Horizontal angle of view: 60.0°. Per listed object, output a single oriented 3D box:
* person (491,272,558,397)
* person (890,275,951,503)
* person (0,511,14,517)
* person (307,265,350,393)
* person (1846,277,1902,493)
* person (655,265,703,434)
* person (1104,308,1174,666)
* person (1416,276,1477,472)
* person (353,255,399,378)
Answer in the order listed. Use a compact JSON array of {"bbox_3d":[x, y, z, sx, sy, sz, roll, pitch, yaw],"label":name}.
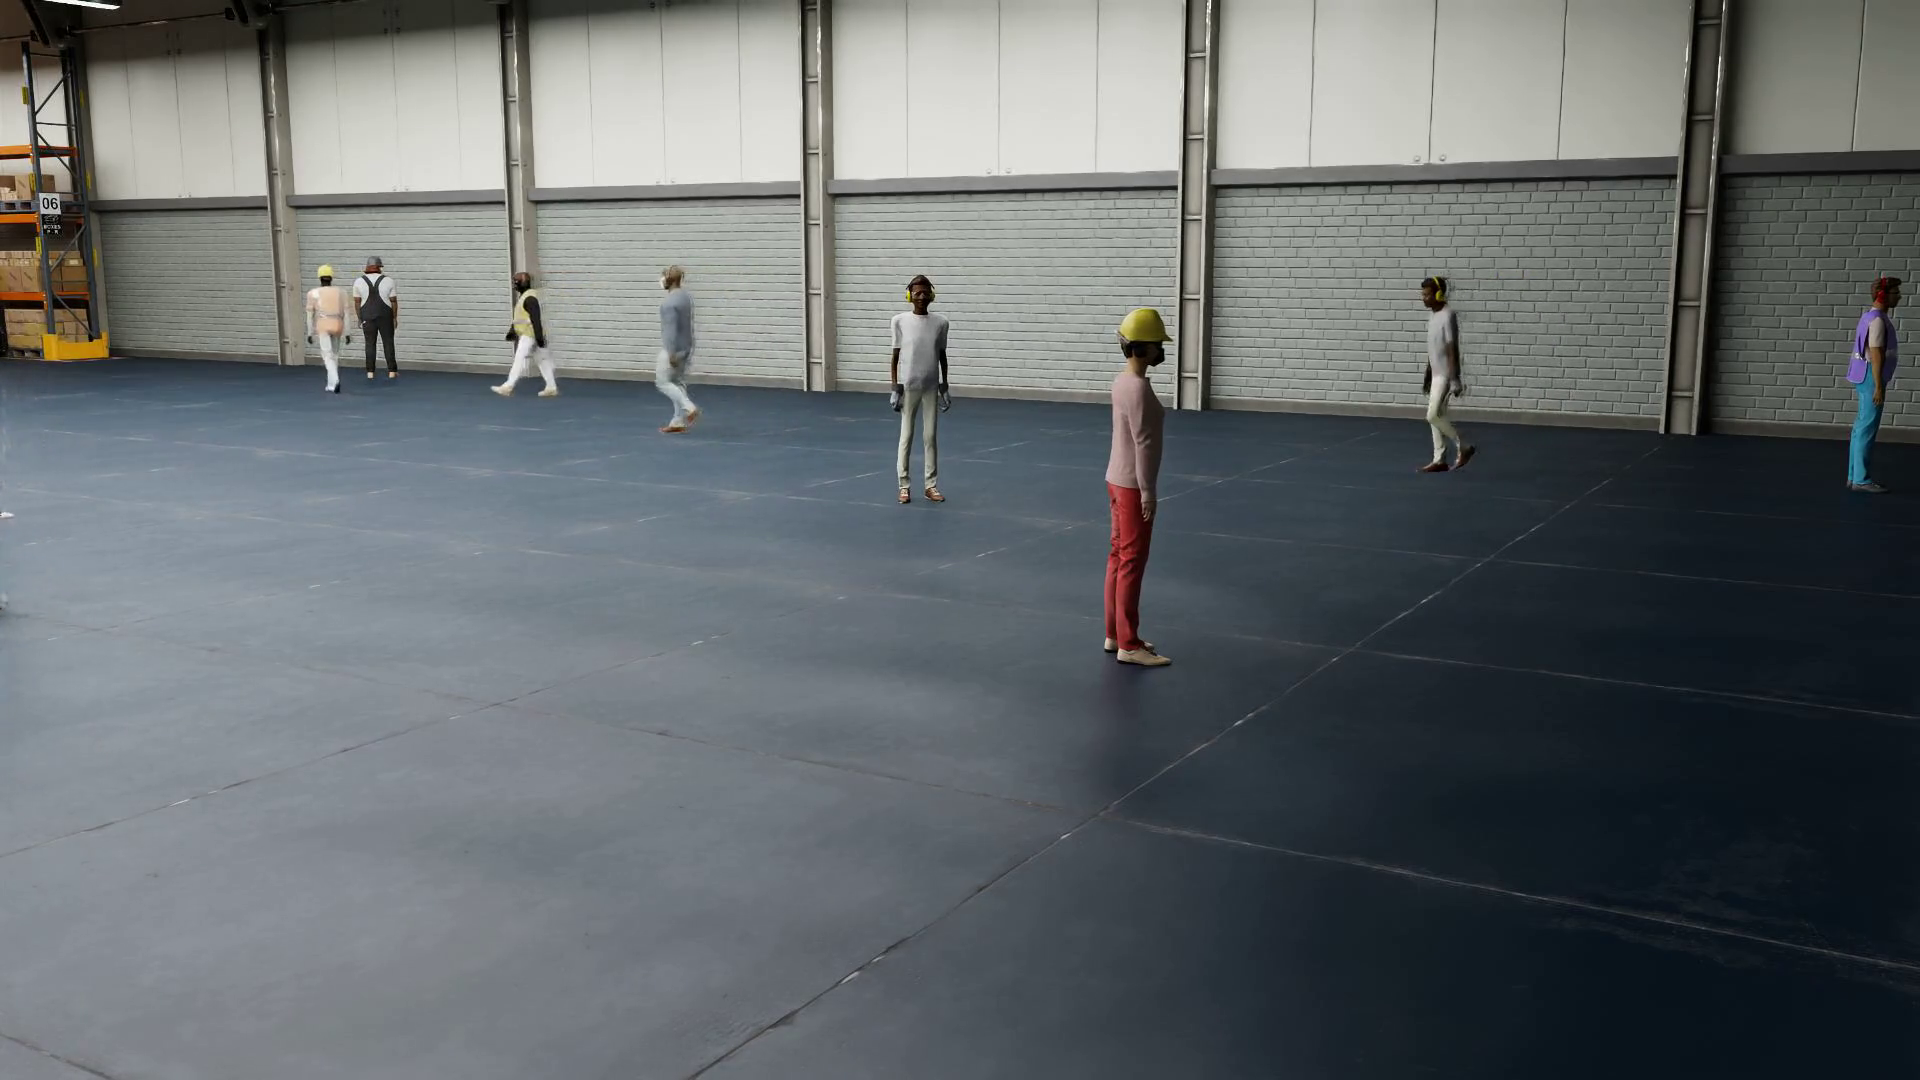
[{"bbox_3d":[-6.264,-2.943,23.908,0.979,1.786,0.633,-3,10,-17],"label":"person"},{"bbox_3d":[-0.323,-1.238,13.690,0.513,1.872,0.328,-3,10,-17],"label":"person"},{"bbox_3d":[-7.581,-1.004,12.658,0.345,1.772,0.527,-2,10,-9],"label":"person"},{"bbox_3d":[-9.350,-3.127,24.677,0.593,1.902,0.852,-7,12,-37],"label":"person"},{"bbox_3d":[7.850,-1.334,14.316,0.390,1.846,0.565,4,10,21],"label":"person"},{"bbox_3d":[-3.194,-2.137,18.793,0.499,1.924,0.632,2,10,14],"label":"person"},{"bbox_3d":[0.889,-0.263,8.286,0.315,1.768,0.526,-1,10,-7],"label":"person"},{"bbox_3d":[4.488,-1.521,15.454,0.494,1.843,0.518,0,10,-1],"label":"person"},{"bbox_3d":[-9.717,-3.723,27.738,0.681,2.000,0.536,-2,10,-11],"label":"person"}]
